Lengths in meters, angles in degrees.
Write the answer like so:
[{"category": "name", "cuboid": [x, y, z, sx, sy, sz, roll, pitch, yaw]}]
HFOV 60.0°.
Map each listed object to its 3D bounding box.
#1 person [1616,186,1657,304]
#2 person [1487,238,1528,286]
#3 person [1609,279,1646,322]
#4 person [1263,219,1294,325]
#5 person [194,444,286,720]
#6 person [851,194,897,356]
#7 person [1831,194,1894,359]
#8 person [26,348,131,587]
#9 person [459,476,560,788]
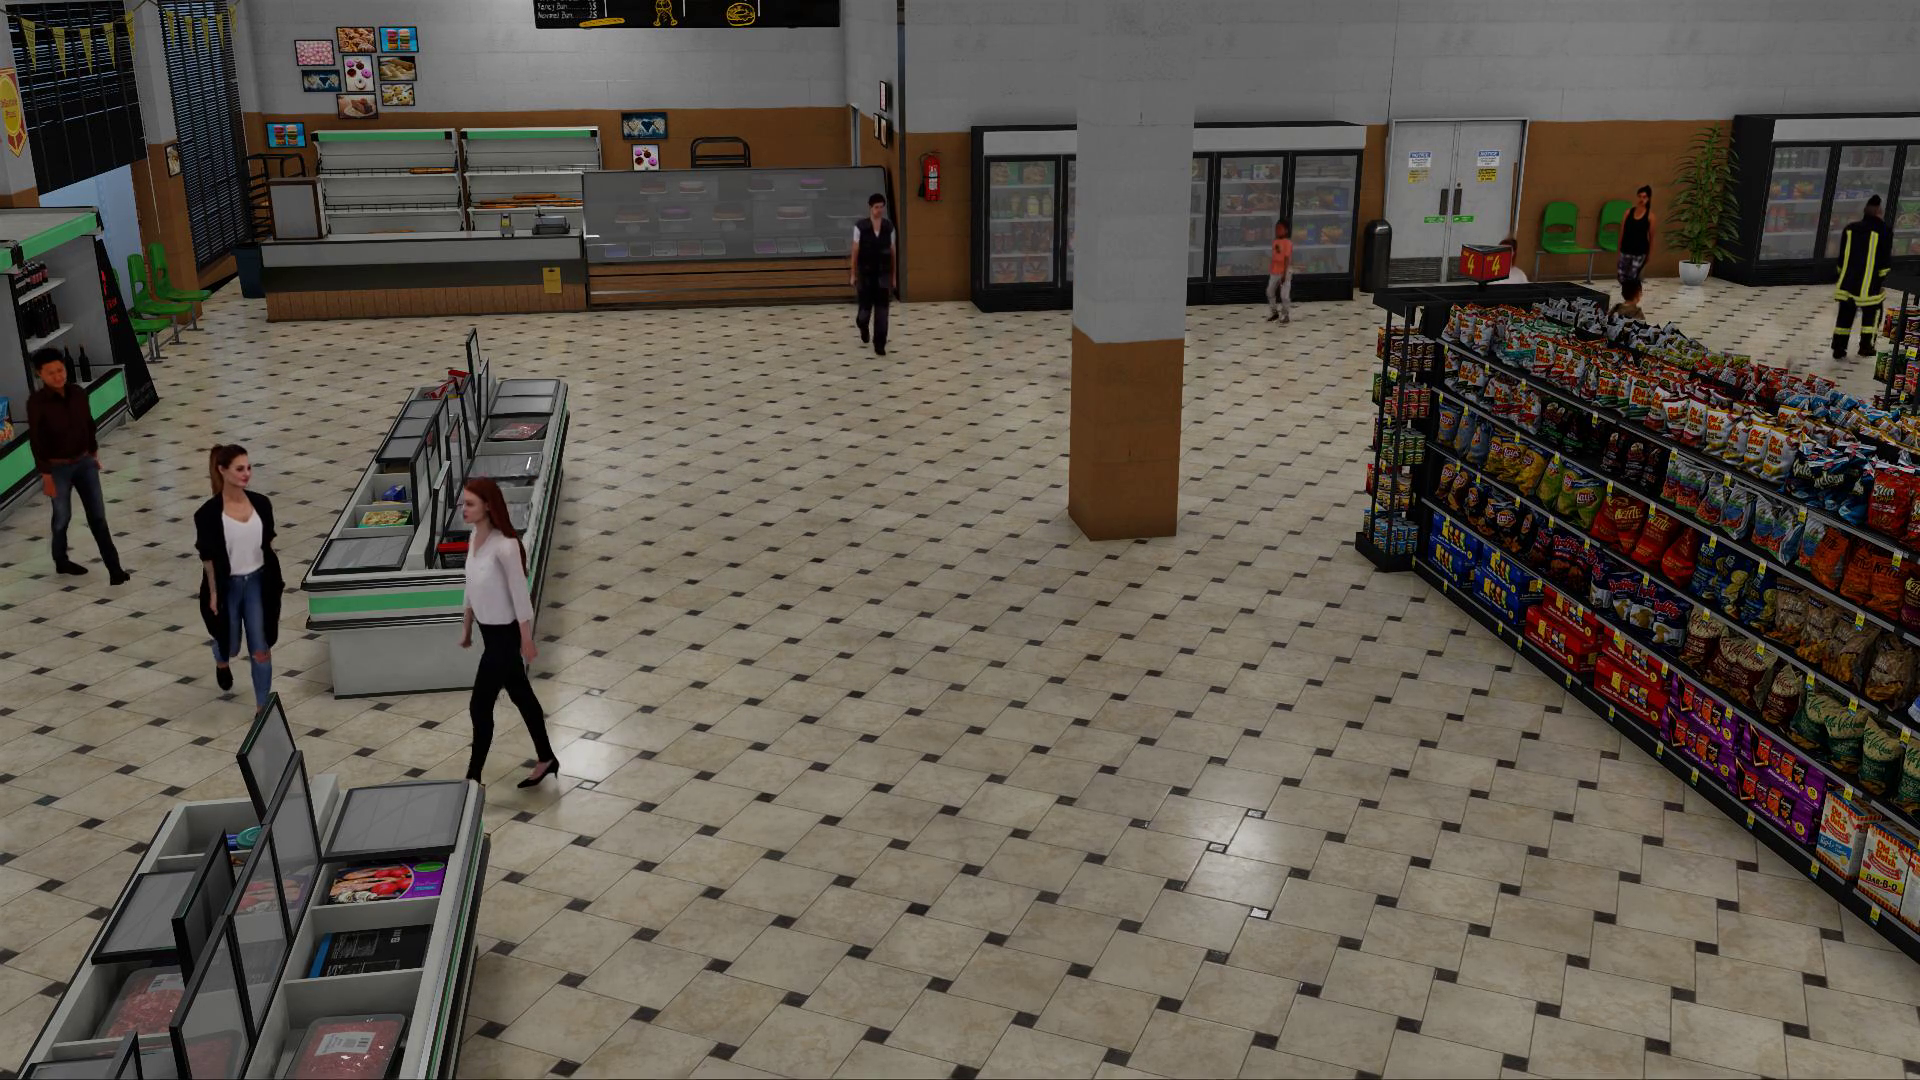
[{"category": "person", "cuboid": [8.627, -3.680, 21.224, 0.852, 1.648, 0.901, 14, 23, 36]}, {"category": "person", "cuboid": [5.391, -2.135, 16.601, 1.057, 1.673, 1.180, 10, 21, 27]}, {"category": "person", "cuboid": [6.228, -1.731, 15.768, 0.769, 1.441, 0.703, -14, 23, -37]}, {"category": "person", "cuboid": [4.065, -3.346, 20.784, 0.641, 1.296, 0.568, -13, 22, -33]}, {"category": "person", "cuboid": [-4.141, 0.269, 9.496, 0.944, 1.657, 1.103, -15, 24, -38]}, {"category": "person", "cuboid": [-1.004, -3.052, 19.085, 0.704, 1.824, 0.883, -5, 19, -15]}, {"category": "person", "cuboid": [10.104, -2.933, 18.701, 1.012, 1.844, 0.937, -14, 23, -36]}, {"category": "person", "cuboid": [-6.309, -0.494, 11.680, 1.185, 1.707, 1.162, 9, 20, 24]}, {"category": "person", "cuboid": [-2.309, 0.512, 8.660, 0.943, 1.731, 0.979, -14, 23, -36]}]
